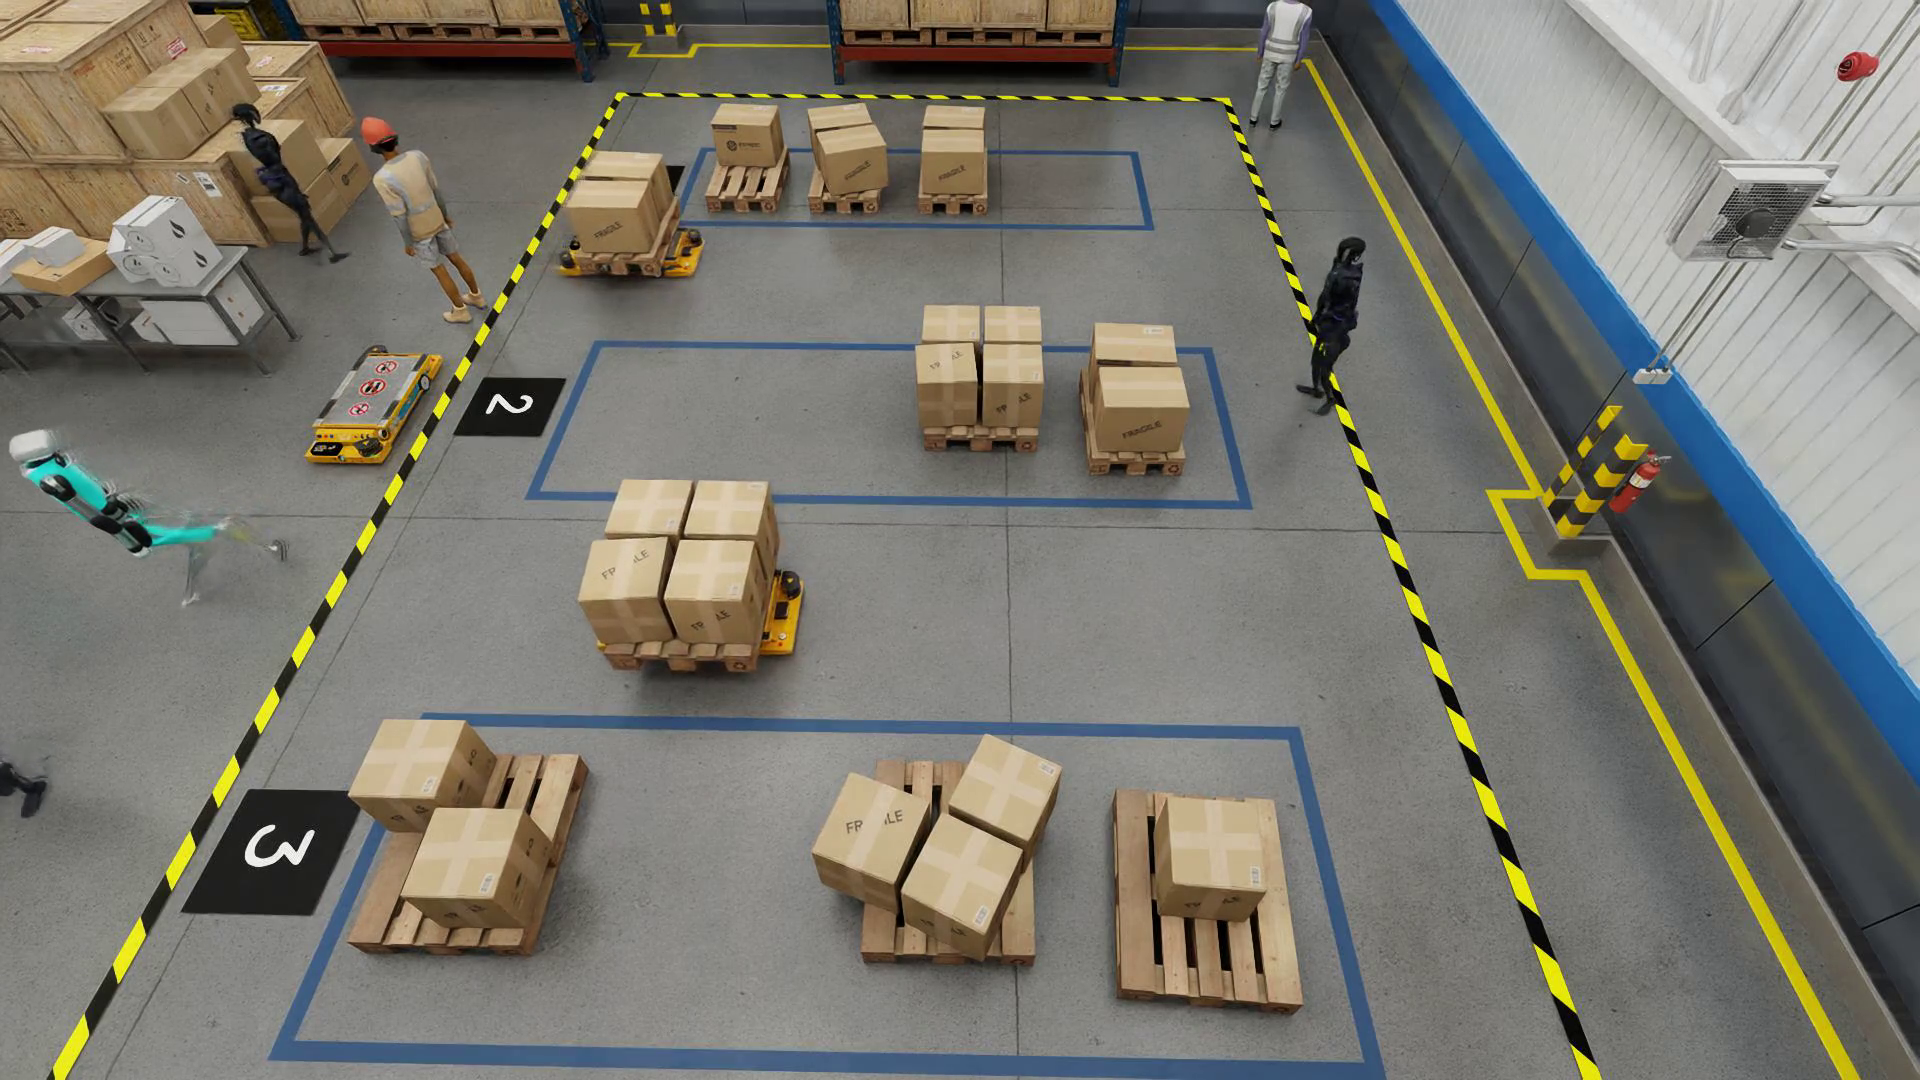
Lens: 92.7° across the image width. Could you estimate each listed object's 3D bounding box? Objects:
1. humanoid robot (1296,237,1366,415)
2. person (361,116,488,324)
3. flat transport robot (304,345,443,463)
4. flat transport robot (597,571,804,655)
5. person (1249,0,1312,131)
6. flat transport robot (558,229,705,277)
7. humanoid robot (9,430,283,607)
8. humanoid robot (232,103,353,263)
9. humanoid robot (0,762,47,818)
[{"bbox_3d":[3.306,-1.879,8.032,0.401,1.641,0.604,-4,50,-4],"label":"humanoid robot"},{"bbox_3d":[-5.124,-3.006,8.750,0.370,2.040,0.614,14,51,12],"label":"person"},{"bbox_3d":[-5.383,-1.269,8.441,0.659,0.231,1.431,1,50,1],"label":"flat transport robot"},{"bbox_3d":[-1.942,0.528,6.902,1.431,0.197,0.652,1,50,1],"label":"flat transport robot"},{"bbox_3d":[4.025,-6.097,11.508,0.586,1.823,0.403,21,53,17],"label":"person"},{"bbox_3d":[-3.581,-3.158,10.021,1.431,0.197,0.652,1,50,1],"label":"flat transport robot"},{"bbox_3d":[-5.709,-0.248,6.627,0.939,1.765,0.543,-37,59,-27],"label":"humanoid robot"},{"bbox_3d":[-7.080,-3.730,9.603,0.590,1.642,0.426,30,56,23],"label":"humanoid robot"},{"bbox_3d":[-6.286,1.167,5.456,0.611,1.638,0.536,-19,52,-15],"label":"humanoid robot"}]
